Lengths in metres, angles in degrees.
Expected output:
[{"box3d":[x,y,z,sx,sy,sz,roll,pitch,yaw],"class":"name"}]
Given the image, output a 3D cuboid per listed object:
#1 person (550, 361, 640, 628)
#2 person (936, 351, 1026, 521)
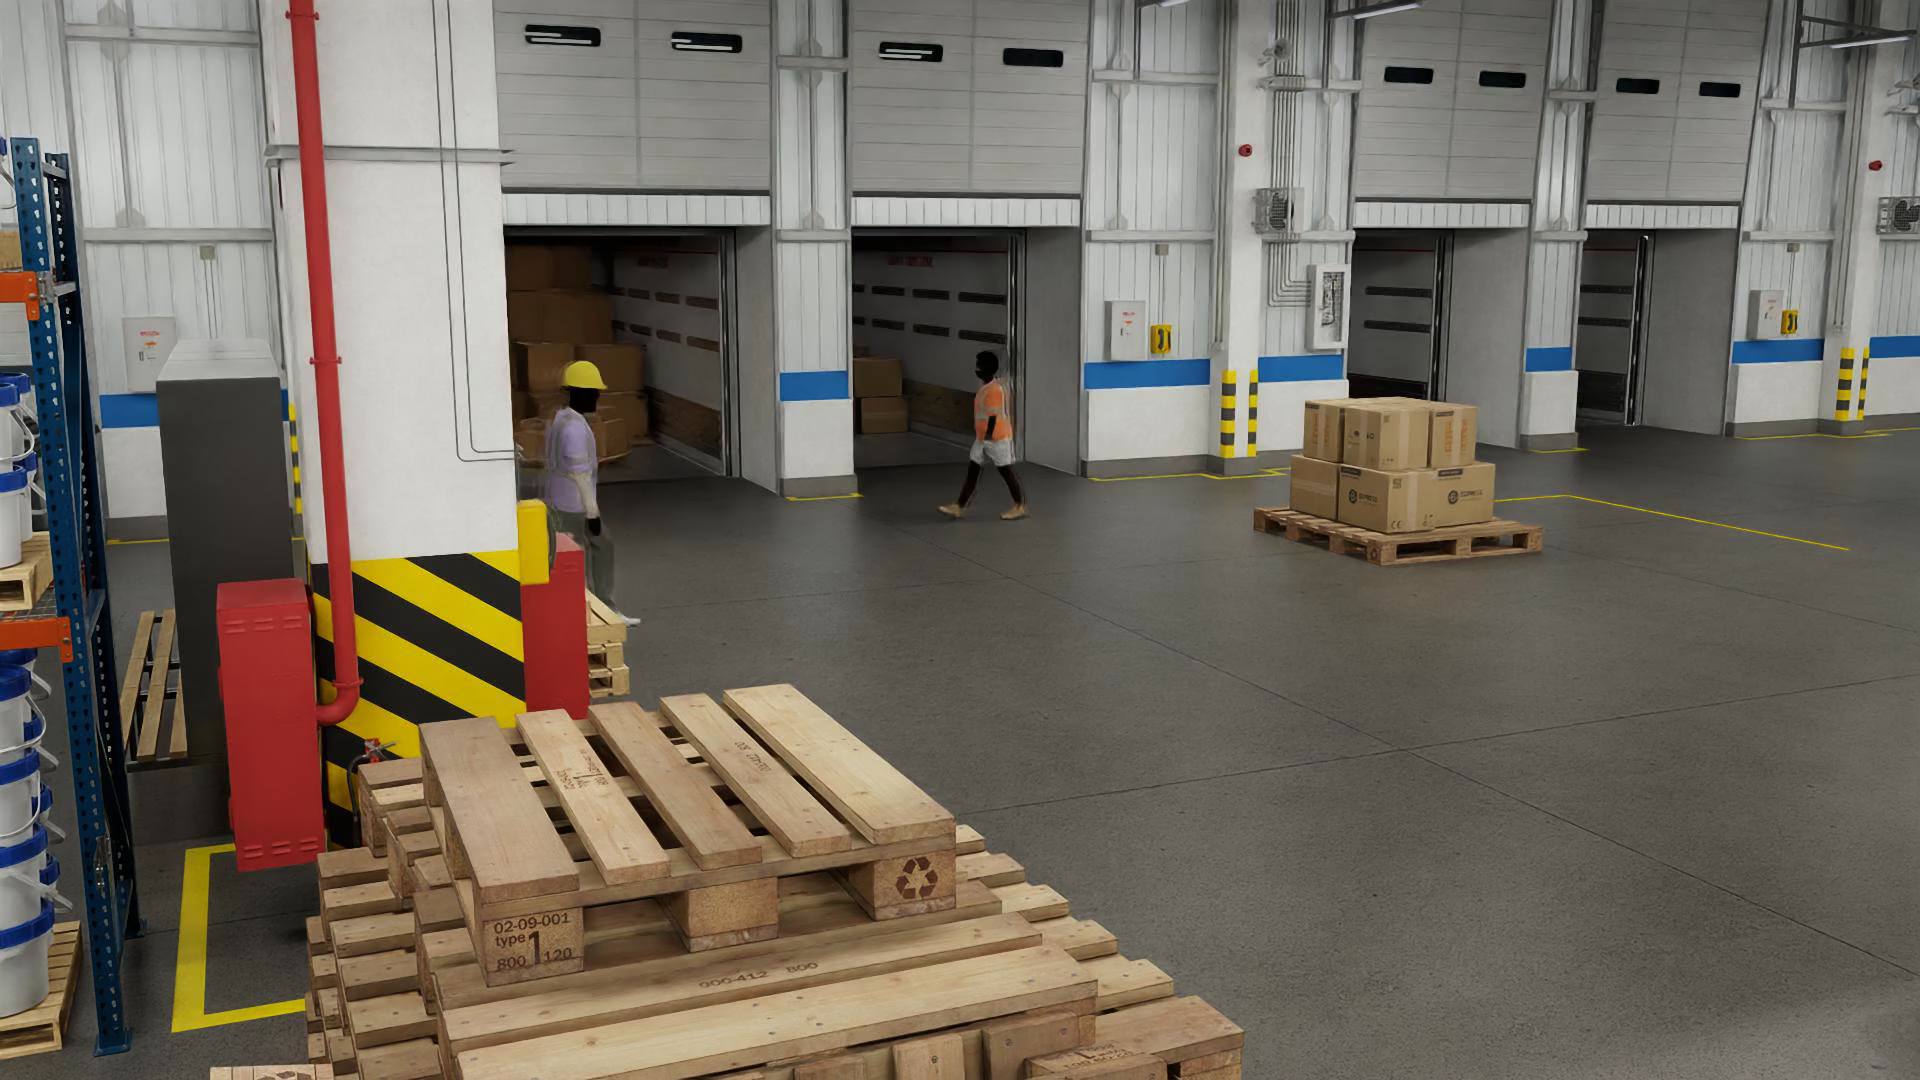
[{"box3d":[-2.502,-0.268,11.342,0.786,1.894,0.619,-2,11,-13],"class":"person"},{"box3d":[0.237,-0.989,15.996,0.890,1.643,0.550,-3,11,-15],"class":"person"}]
